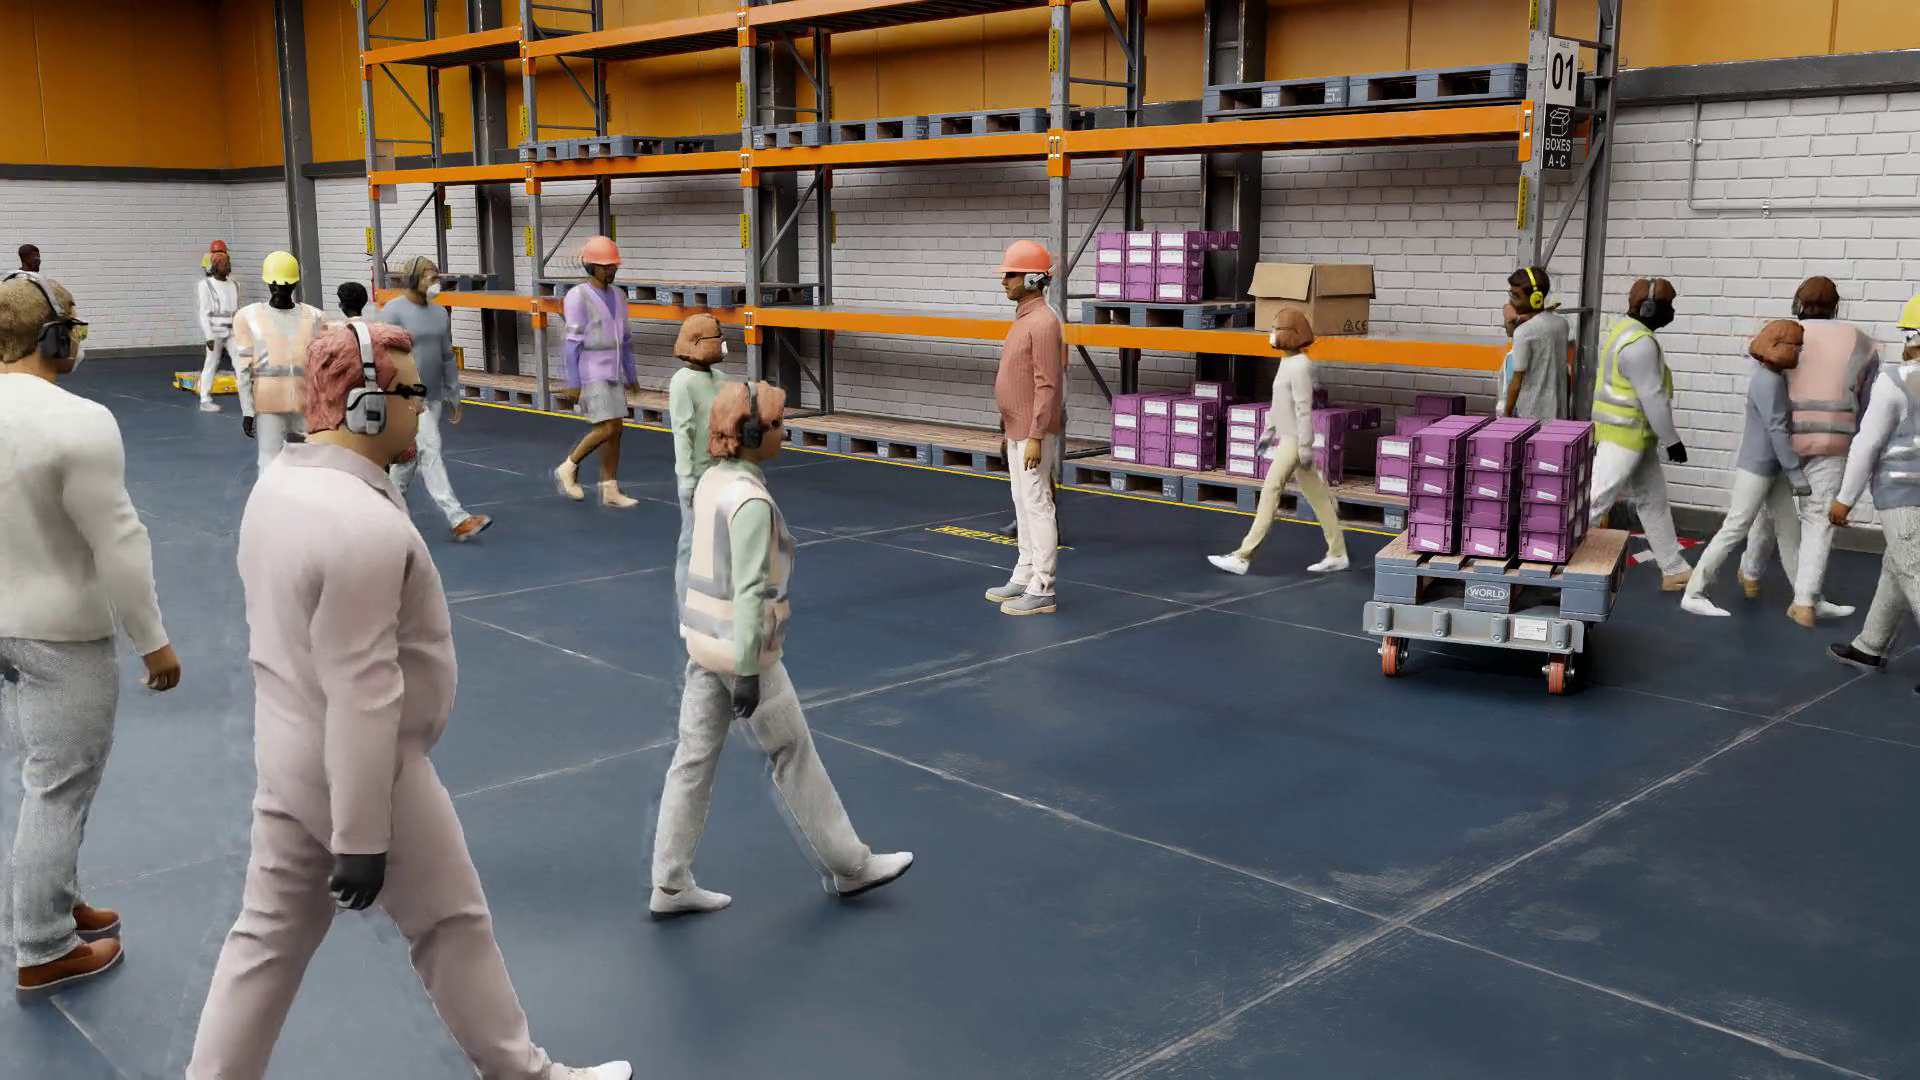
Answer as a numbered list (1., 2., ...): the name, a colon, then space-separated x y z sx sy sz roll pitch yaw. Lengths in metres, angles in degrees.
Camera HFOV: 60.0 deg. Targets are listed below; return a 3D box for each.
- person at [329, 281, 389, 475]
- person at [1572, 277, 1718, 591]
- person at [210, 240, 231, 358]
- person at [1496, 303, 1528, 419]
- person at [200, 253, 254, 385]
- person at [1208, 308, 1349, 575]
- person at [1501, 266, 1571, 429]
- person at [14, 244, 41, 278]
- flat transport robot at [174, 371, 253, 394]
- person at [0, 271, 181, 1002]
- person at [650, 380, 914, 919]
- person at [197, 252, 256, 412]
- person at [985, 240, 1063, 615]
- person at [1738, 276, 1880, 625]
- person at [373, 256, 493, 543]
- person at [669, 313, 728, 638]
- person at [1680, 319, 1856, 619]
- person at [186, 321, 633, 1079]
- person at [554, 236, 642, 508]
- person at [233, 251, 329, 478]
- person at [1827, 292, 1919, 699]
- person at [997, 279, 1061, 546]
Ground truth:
1. person: -4.507 -1.099 12.517 0.385 1.674 0.591 7 13 35
2. person: 3.803 -0.575 9.388 0.941 1.791 0.615 4 11 20
3. person: -12.201 -3.980 27.520 0.545 1.942 0.349 8 13 37
4. person: 3.518 -0.680 10.355 0.514 1.621 0.540 7 13 35
5. person: -9.727 -2.861 21.850 0.951 1.772 0.619 3 11 16
6. person: 1.951 -0.576 9.907 0.870 1.588 0.495 1 10 6
7. person: 3.409 -0.700 9.890 0.553 1.843 0.436 -9 13 -39
8. person: -11.005 -2.531 19.686 0.372 1.914 0.597 -3 11 -15
9. flat transport robot: -9.716 -2.062 21.615 0.652 0.197 1.431 -8 13 -36
10. person: -2.409 0.251 4.479 0.626 1.921 0.584 6 12 28
11. person: -0.566 0.329 4.938 0.832 1.595 0.533 -5 11 -24
12. person: -8.388 -2.353 18.959 0.973 1.832 0.592 5 12 26
13. person: 0.362 -0.600 8.943 0.375 1.995 0.611 -2 11 -11
14. person: 4.503 -0.501 8.929 0.634 1.795 0.963 3 11 17
15. person: -3.534 -0.930 11.054 1.049 1.875 0.632 4 11 21
16. person: -1.280 -0.316 8.372 0.277 1.636 0.502 3 11 16
17. person: 4.245 -0.351 8.698 0.833 1.588 0.508 6 12 30
18. person: -1.250 0.475 3.497 1.007 1.850 0.658 -9 14 -40
19. person: -2.668 -1.221 12.280 0.557 2.023 0.632 4 11 23
20. person: -4.248 -0.852 10.522 0.585 1.920 0.382 -8 13 -37
21. person: 4.253 -0.204 7.364 0.593 1.790 0.901 -3 11 -18
22. person: 0.410 -0.903 10.830 0.602 1.917 0.548 2 11 9
